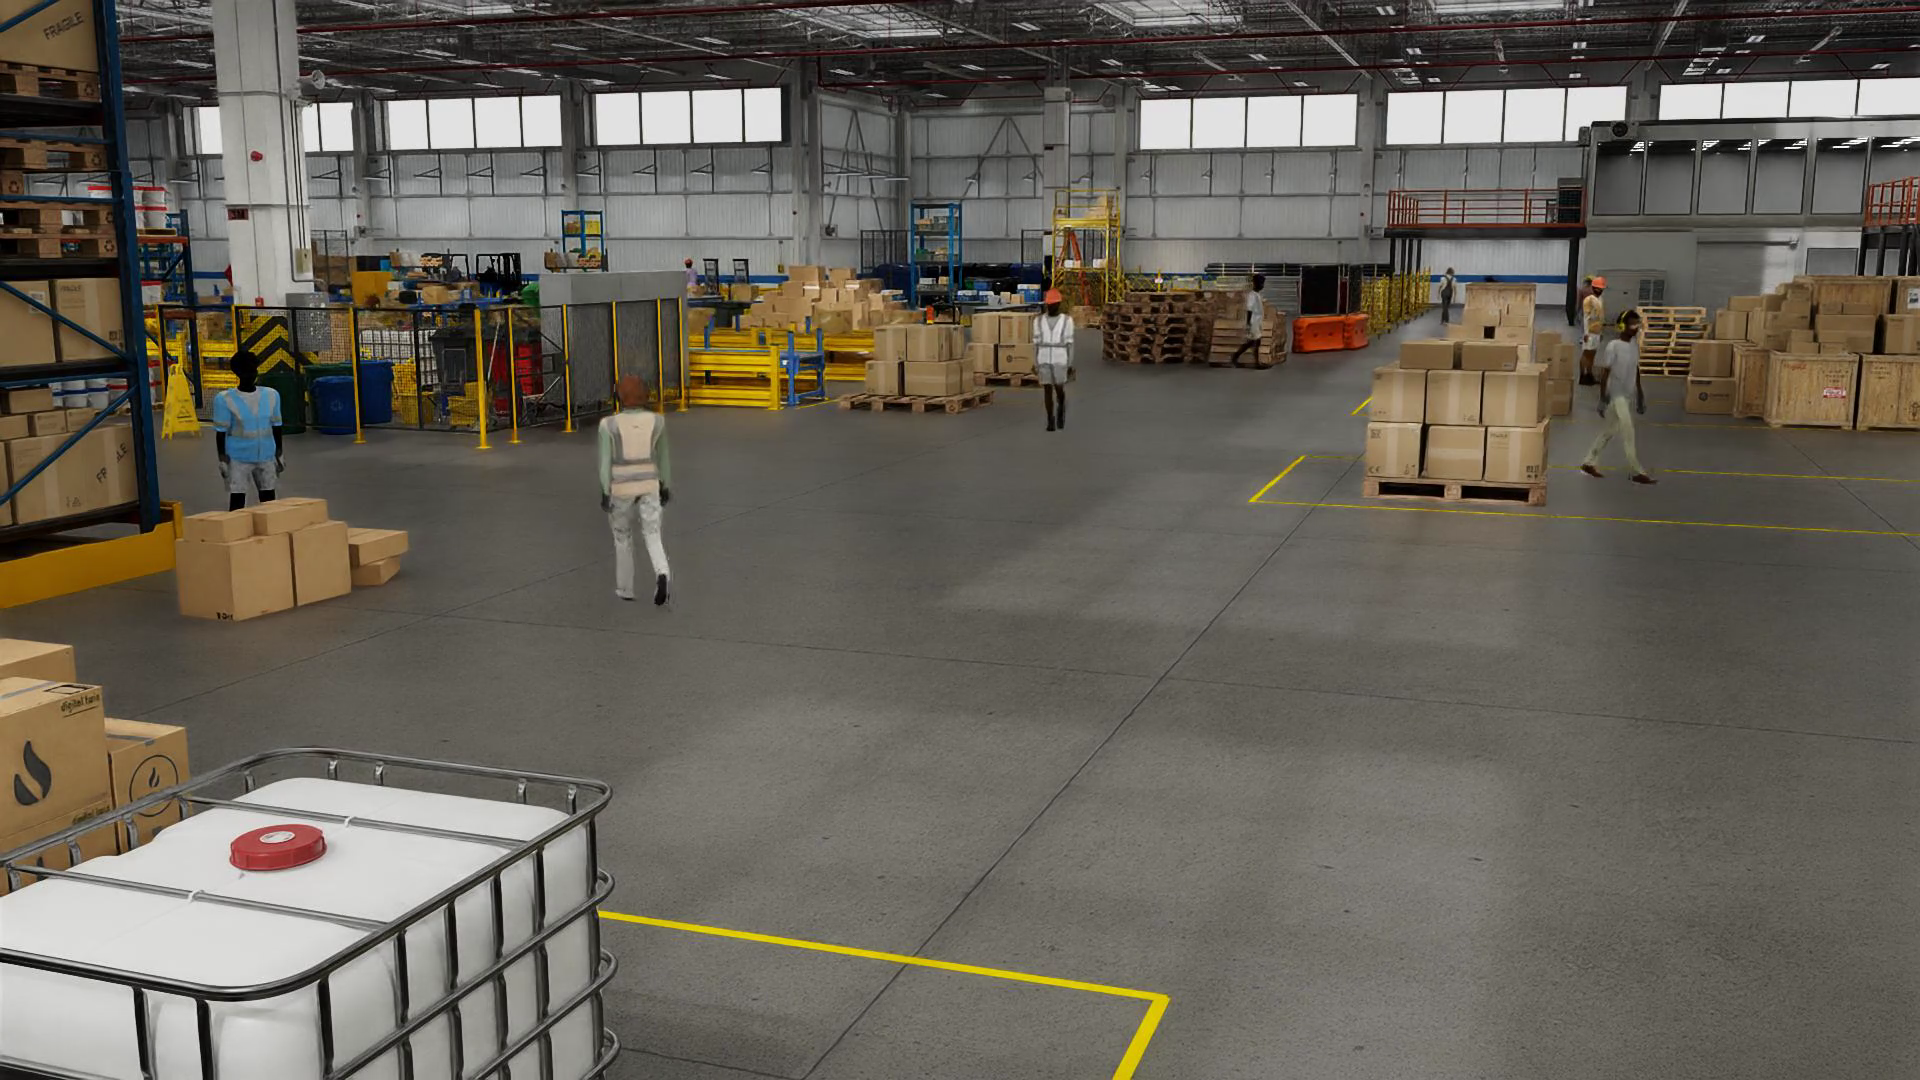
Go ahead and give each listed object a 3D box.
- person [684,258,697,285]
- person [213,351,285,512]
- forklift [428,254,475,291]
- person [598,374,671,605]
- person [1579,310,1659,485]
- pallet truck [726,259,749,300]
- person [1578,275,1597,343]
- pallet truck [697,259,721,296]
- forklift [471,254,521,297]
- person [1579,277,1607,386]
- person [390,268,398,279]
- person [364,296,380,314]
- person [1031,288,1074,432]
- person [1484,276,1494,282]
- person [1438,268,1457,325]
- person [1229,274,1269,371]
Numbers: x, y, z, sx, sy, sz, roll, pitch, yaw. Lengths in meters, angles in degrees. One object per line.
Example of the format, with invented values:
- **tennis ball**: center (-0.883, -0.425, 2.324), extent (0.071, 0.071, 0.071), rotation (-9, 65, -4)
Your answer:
- **person**: center (-9.348, -8.706, 57.496), extent (0.406, 2.034, 0.608), rotation (7, 12, 35)
- **person**: center (-5.580, -0.643, 13.076), extent (0.321, 1.685, 0.545), rotation (9, 13, 41)
- **forklift**: center (-20.133, -10.254, 65.465), extent (1.157, 1.987, 2.680), rotation (3, 11, 19)
- **person**: center (-2.240, -0.341, 11.541), extent (0.526, 1.614, 0.688), rotation (-5, 11, -27)
- **person**: center (7.024, -1.521, 17.647), extent (0.545, 1.826, 0.965), rotation (-7, 12, -35)
- **pallet truck**: center (-7.986, -9.493, 62.019), extent (0.823, 1.965, 1.885), rotation (3, 11, 17)
- **person**: center (15.995, -5.864, 42.337), extent (0.566, 1.738, 0.571), rotation (7, 12, 36)
- **pallet truck**: center (-9.165, -9.627, 62.776), extent (0.823, 1.965, 1.885), rotation (4, 11, 23)
- **forklift**: center (-17.990, -10.121, 64.684), extent (1.157, 1.987, 2.680), rotation (3, 11, 17)
- **person**: center (11.339, -3.725, 29.724), extent (0.547, 1.930, 0.382), rotation (-8, 13, -39)
- **person**: center (-19.543, -8.663, 57.645), extent (0.459, 1.890, 0.670), rotation (-3, 11, -18)
- **person**: center (-10.615, -3.626, 30.130), extent (0.890, 1.574, 0.513), rotation (1, 10, 6)
- **person**: center (1.231, -2.403, 22.293), extent (0.555, 1.918, 0.407), rotation (2, 10, 12)
- **person**: center (10.658, -4.375, 33.520), extent (0.589, 1.891, 0.917), rotation (2, 10, 9)
- **person**: center (15.217, -7.596, 51.938), extent (0.503, 1.782, 0.887), rotation (-1, 10, -3)
- **person**: center (5.793, -4.342, 33.216), extent (0.759, 1.934, 0.647), rotation (3, 11, 18)
